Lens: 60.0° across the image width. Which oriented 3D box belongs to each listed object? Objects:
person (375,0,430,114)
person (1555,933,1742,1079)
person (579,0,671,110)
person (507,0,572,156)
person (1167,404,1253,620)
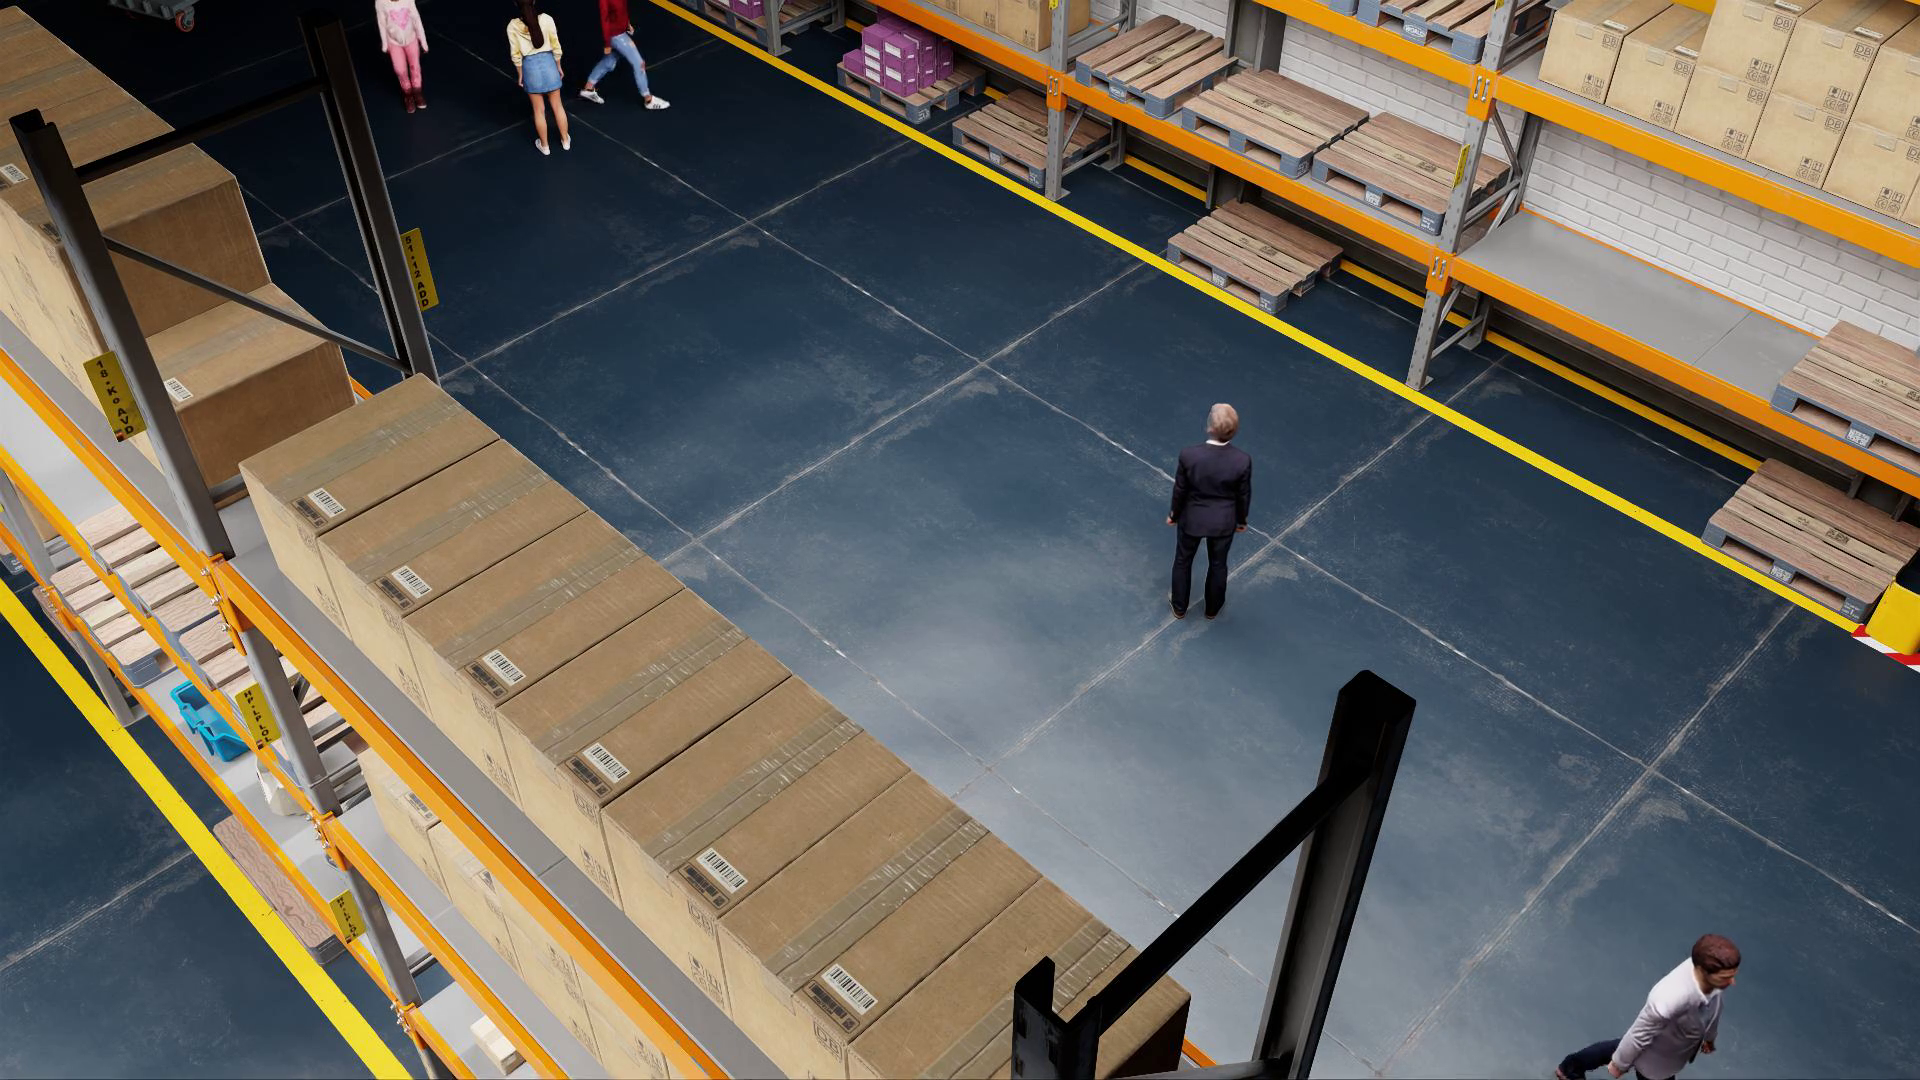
[{"bbox_3d":[-5.503,-4.955,16.361,0.659,1.440,0.660,-17,46,-17],"label":"person"},{"bbox_3d":[3.429,2.460,8.314,0.790,1.804,1.205,-28,50,-26],"label":"person"},{"bbox_3d":[-3.429,-4.913,16.209,1.128,1.588,1.117,-3,44,-4],"label":"person"},{"bbox_3d":[-3.958,-4.413,15.653,0.707,1.632,0.677,-18,47,-18],"label":"person"},{"bbox_3d":[1.647,-0.182,11.079,0.745,1.814,0.837,5,44,6],"label":"person"}]
